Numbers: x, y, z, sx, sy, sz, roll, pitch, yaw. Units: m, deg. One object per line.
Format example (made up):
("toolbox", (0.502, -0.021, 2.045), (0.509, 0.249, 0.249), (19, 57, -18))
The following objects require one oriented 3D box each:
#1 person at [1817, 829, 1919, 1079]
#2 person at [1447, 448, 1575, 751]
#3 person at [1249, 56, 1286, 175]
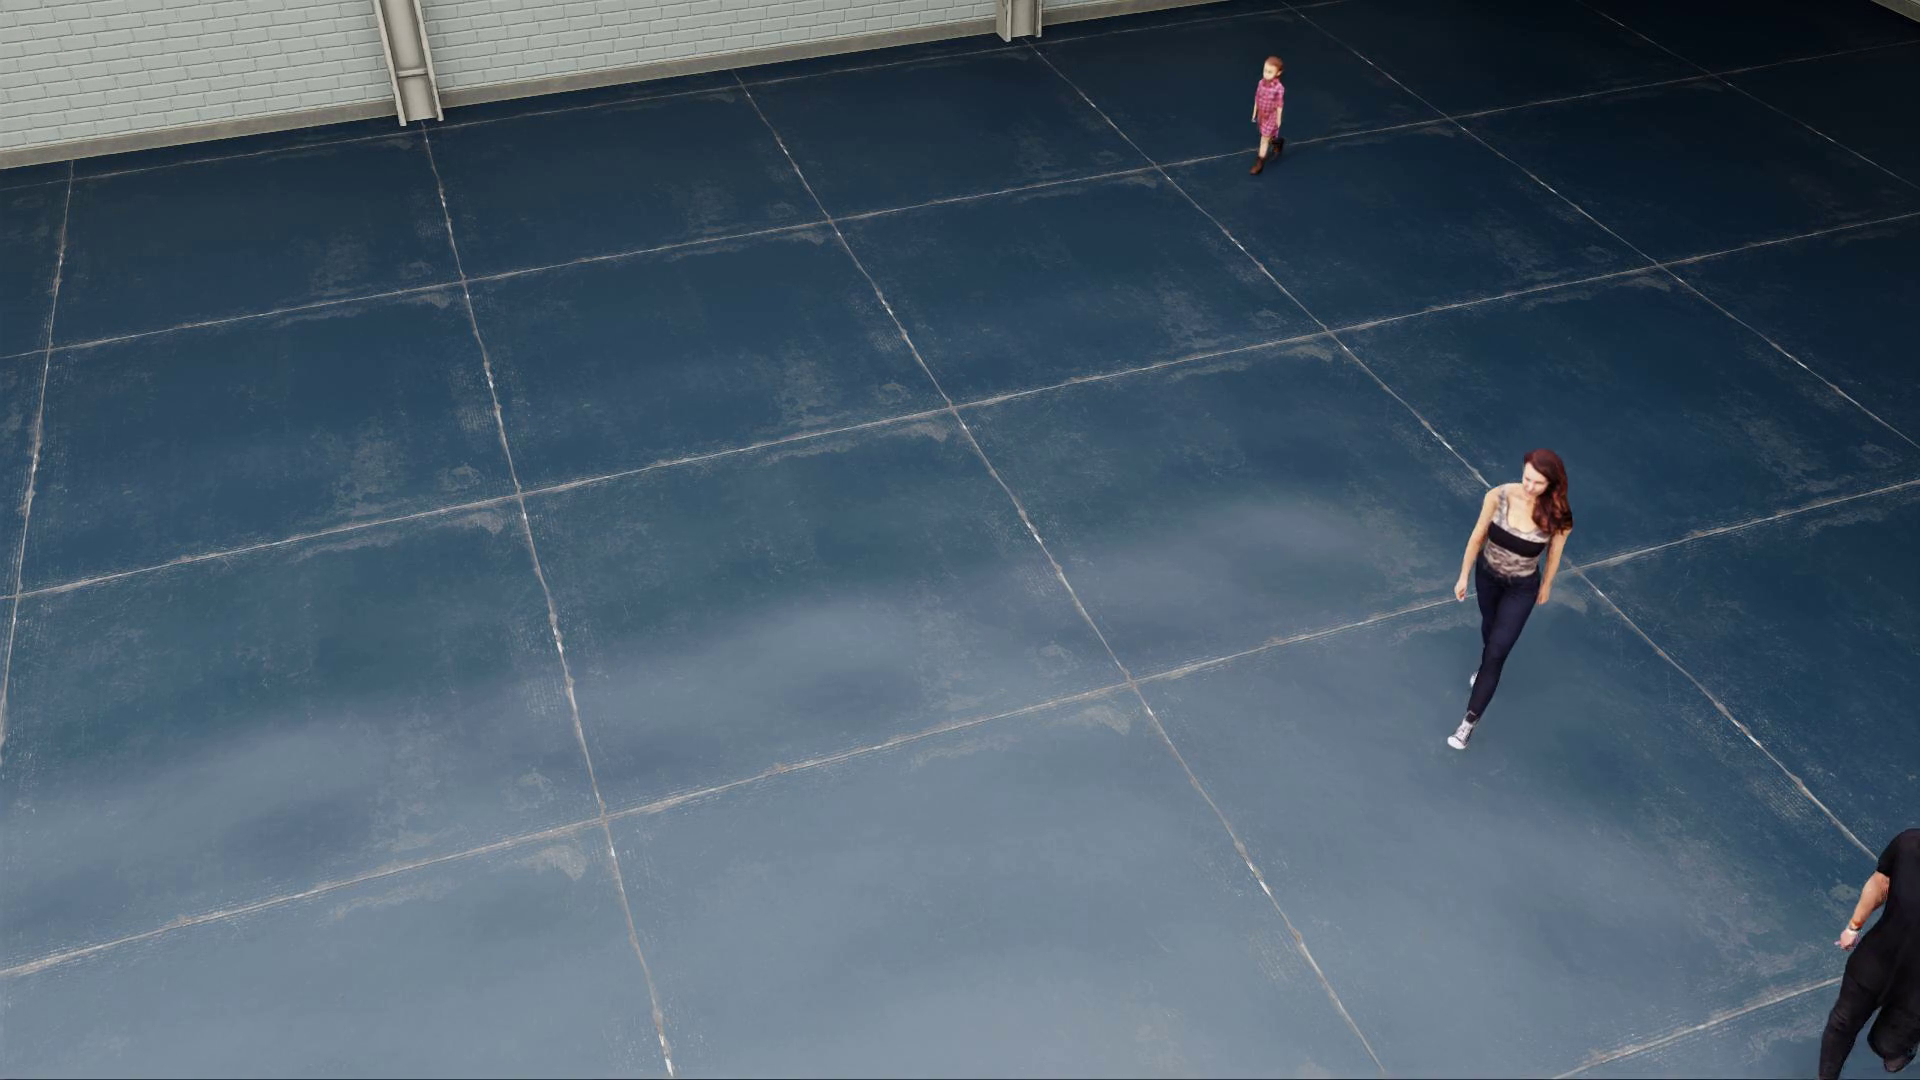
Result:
("person", (3.913, 1.695, 6.794), (0.984, 1.849, 0.793), (-20, 42, -23))
("person", (2.922, 0.192, 8.822), (1.014, 1.718, 1.209), (26, 45, 29))
("person", (2.694, -3.691, 14.358), (0.603, 1.011, 0.758), (30, 47, 33))
